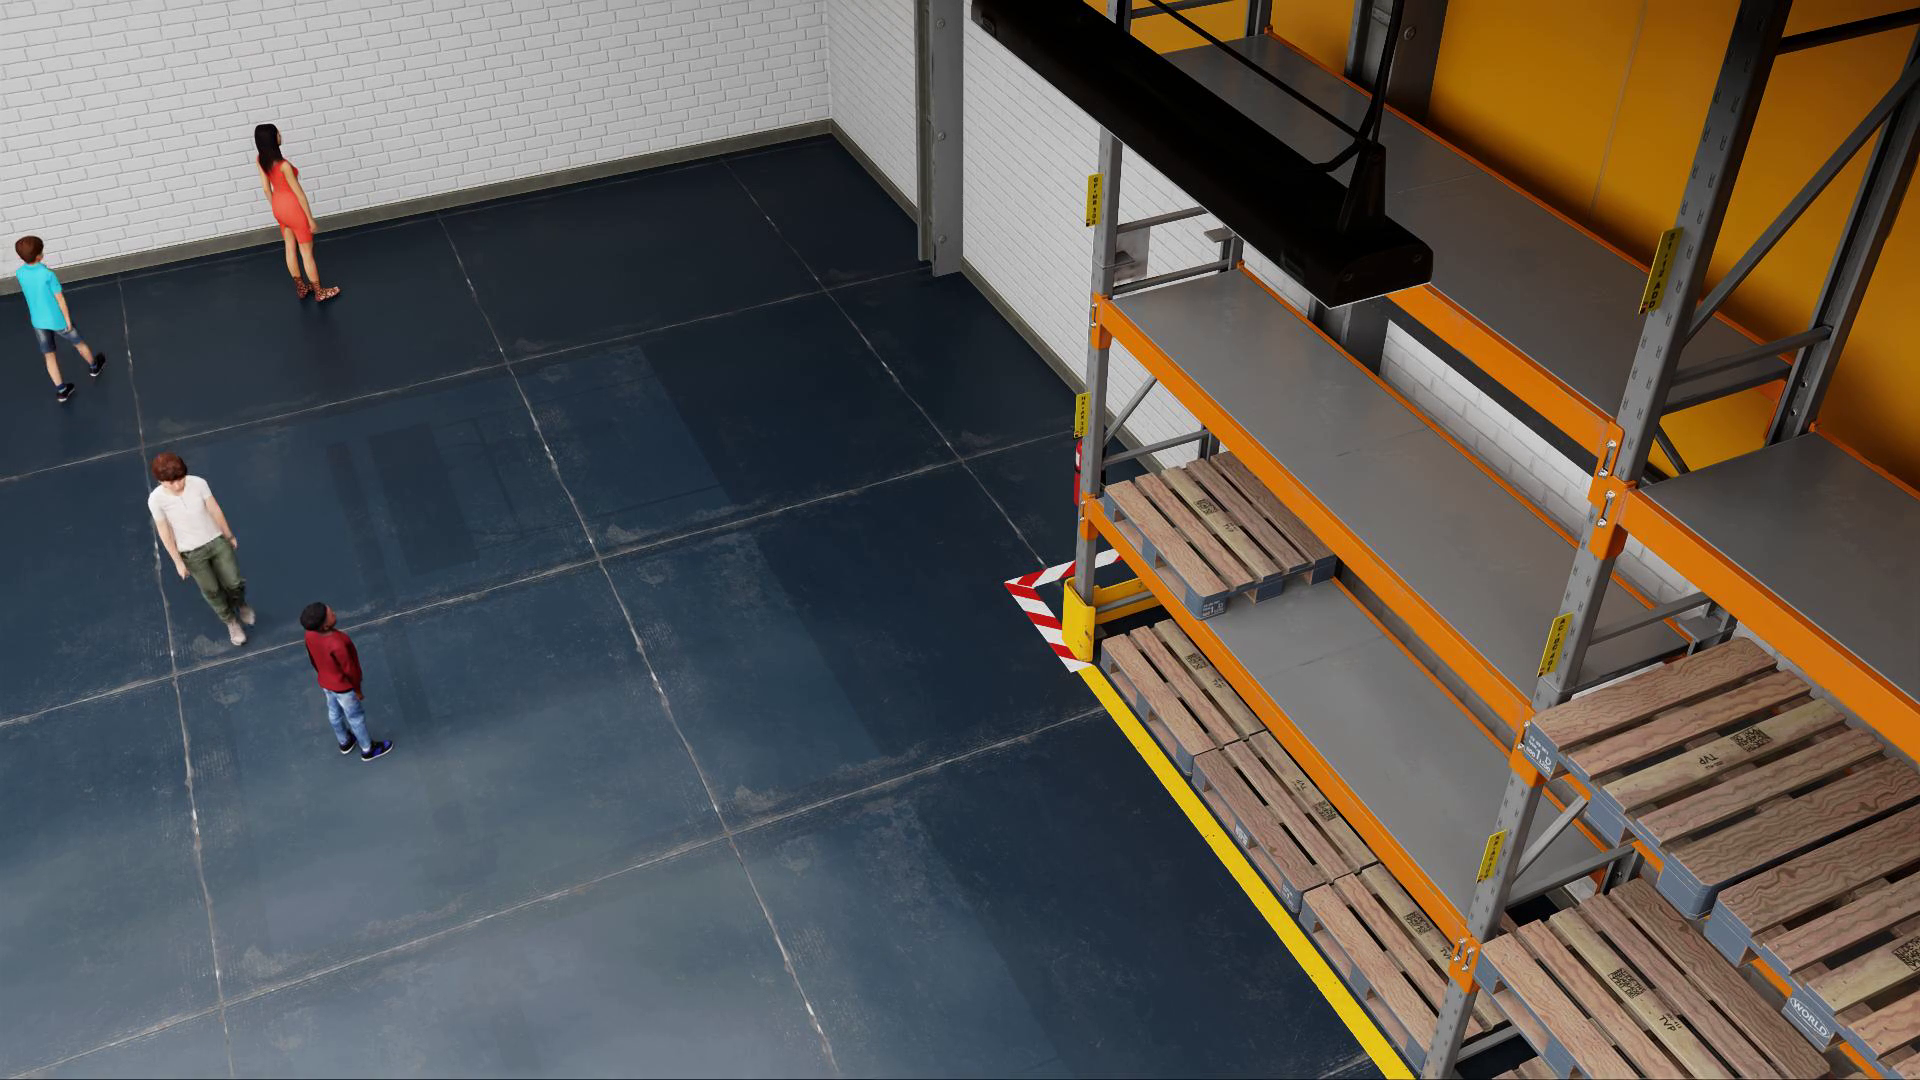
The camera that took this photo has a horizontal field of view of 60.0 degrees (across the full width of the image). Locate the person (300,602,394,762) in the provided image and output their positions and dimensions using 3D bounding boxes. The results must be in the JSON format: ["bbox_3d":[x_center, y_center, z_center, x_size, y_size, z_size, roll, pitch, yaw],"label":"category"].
[{"bbox_3d":[-3.943,0.888,10.546,0.565,1.256,0.646,20,43,23],"label":"person"}]

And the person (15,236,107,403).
[{"bbox_3d":[-7.574,-1.803,13.786,0.758,1.419,0.934,-1,39,-1],"label":"person"}]

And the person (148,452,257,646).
[{"bbox_3d":[-5.191,0.007,11.343,0.642,1.640,0.694,-26,45,-28],"label":"person"}]

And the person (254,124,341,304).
[{"bbox_3d":[-6.023,-2.940,14.969,0.653,1.719,0.731,17,42,20],"label":"person"}]
